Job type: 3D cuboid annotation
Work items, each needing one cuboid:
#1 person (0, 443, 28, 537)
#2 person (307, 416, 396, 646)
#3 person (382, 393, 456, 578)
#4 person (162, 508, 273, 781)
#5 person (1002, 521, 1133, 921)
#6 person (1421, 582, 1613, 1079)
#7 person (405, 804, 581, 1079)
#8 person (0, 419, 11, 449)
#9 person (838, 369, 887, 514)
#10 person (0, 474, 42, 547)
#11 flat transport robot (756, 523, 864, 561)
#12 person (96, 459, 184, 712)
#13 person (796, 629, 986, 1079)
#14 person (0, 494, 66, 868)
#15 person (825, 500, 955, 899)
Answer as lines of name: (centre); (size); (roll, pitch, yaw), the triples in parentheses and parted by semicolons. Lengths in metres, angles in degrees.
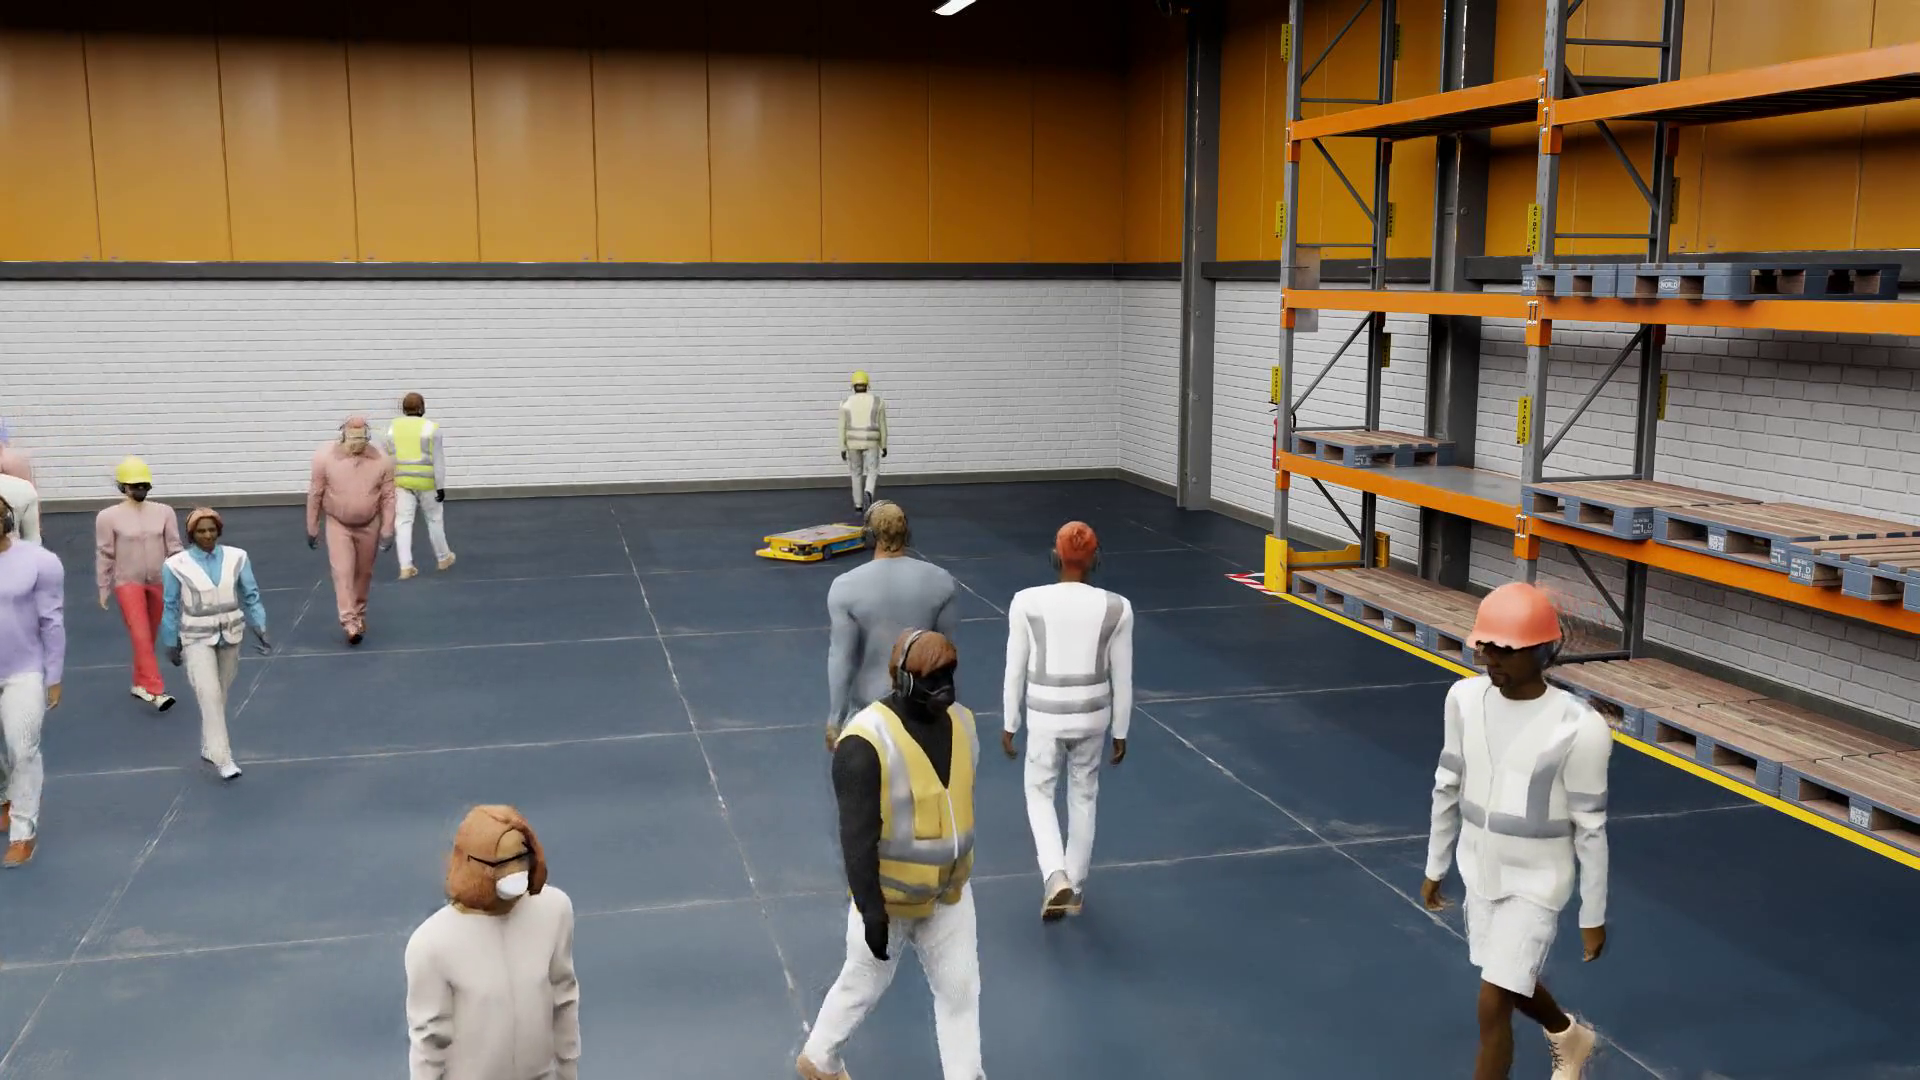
person: (-7.918, -0.100, 13.526); (0.663, 1.855, 1.024); (3, 9, 16)
person: (-4.911, -0.088, 13.493); (0.666, 1.844, 0.977); (-5, 11, -30)
person: (-5.378, -0.560, 16.553); (0.651, 1.797, 0.904); (1, 9, 4)
person: (-4.375, 0.612, 9.845); (0.825, 1.597, 0.532); (8, 12, 42)
person: (0.497, 0.844, 7.592); (0.599, 1.869, 0.604); (0, 9, -2)
person: (1.911, 1.102, 5.587); (0.978, 2.006, 0.636); (-6, 11, -34)
person: (-1.267, 1.471, 4.468); (0.555, 1.621, 0.506); (9, 12, 43)
person: (-9.628, -0.592, 16.390); (0.550, 1.921, 0.569); (0, 9, 3)
person: (-1.200, -1.187, 20.426); (0.604, 1.815, 0.641); (1, 9, 3)
person: (-6.430, 0.256, 11.043); (0.369, 1.940, 0.631); (8, 12, 42)
flat transport robot: (-1.469, 0.014, 17.738); (0.652, 0.197, 1.431); (6, 11, 33)
person: (-5.541, 0.308, 11.359); (0.877, 1.717, 0.547); (8, 12, 40)
person: (-0.220, 1.175, 5.750); (0.637, 1.814, 0.891); (-9, 13, -43)
person: (-4.861, 0.678, 8.471); (0.630, 1.921, 0.528); (-3, 10, -17)
person: (-0.324, 0.771, 7.867); (0.677, 1.932, 0.442); (-4, 10, -23)
